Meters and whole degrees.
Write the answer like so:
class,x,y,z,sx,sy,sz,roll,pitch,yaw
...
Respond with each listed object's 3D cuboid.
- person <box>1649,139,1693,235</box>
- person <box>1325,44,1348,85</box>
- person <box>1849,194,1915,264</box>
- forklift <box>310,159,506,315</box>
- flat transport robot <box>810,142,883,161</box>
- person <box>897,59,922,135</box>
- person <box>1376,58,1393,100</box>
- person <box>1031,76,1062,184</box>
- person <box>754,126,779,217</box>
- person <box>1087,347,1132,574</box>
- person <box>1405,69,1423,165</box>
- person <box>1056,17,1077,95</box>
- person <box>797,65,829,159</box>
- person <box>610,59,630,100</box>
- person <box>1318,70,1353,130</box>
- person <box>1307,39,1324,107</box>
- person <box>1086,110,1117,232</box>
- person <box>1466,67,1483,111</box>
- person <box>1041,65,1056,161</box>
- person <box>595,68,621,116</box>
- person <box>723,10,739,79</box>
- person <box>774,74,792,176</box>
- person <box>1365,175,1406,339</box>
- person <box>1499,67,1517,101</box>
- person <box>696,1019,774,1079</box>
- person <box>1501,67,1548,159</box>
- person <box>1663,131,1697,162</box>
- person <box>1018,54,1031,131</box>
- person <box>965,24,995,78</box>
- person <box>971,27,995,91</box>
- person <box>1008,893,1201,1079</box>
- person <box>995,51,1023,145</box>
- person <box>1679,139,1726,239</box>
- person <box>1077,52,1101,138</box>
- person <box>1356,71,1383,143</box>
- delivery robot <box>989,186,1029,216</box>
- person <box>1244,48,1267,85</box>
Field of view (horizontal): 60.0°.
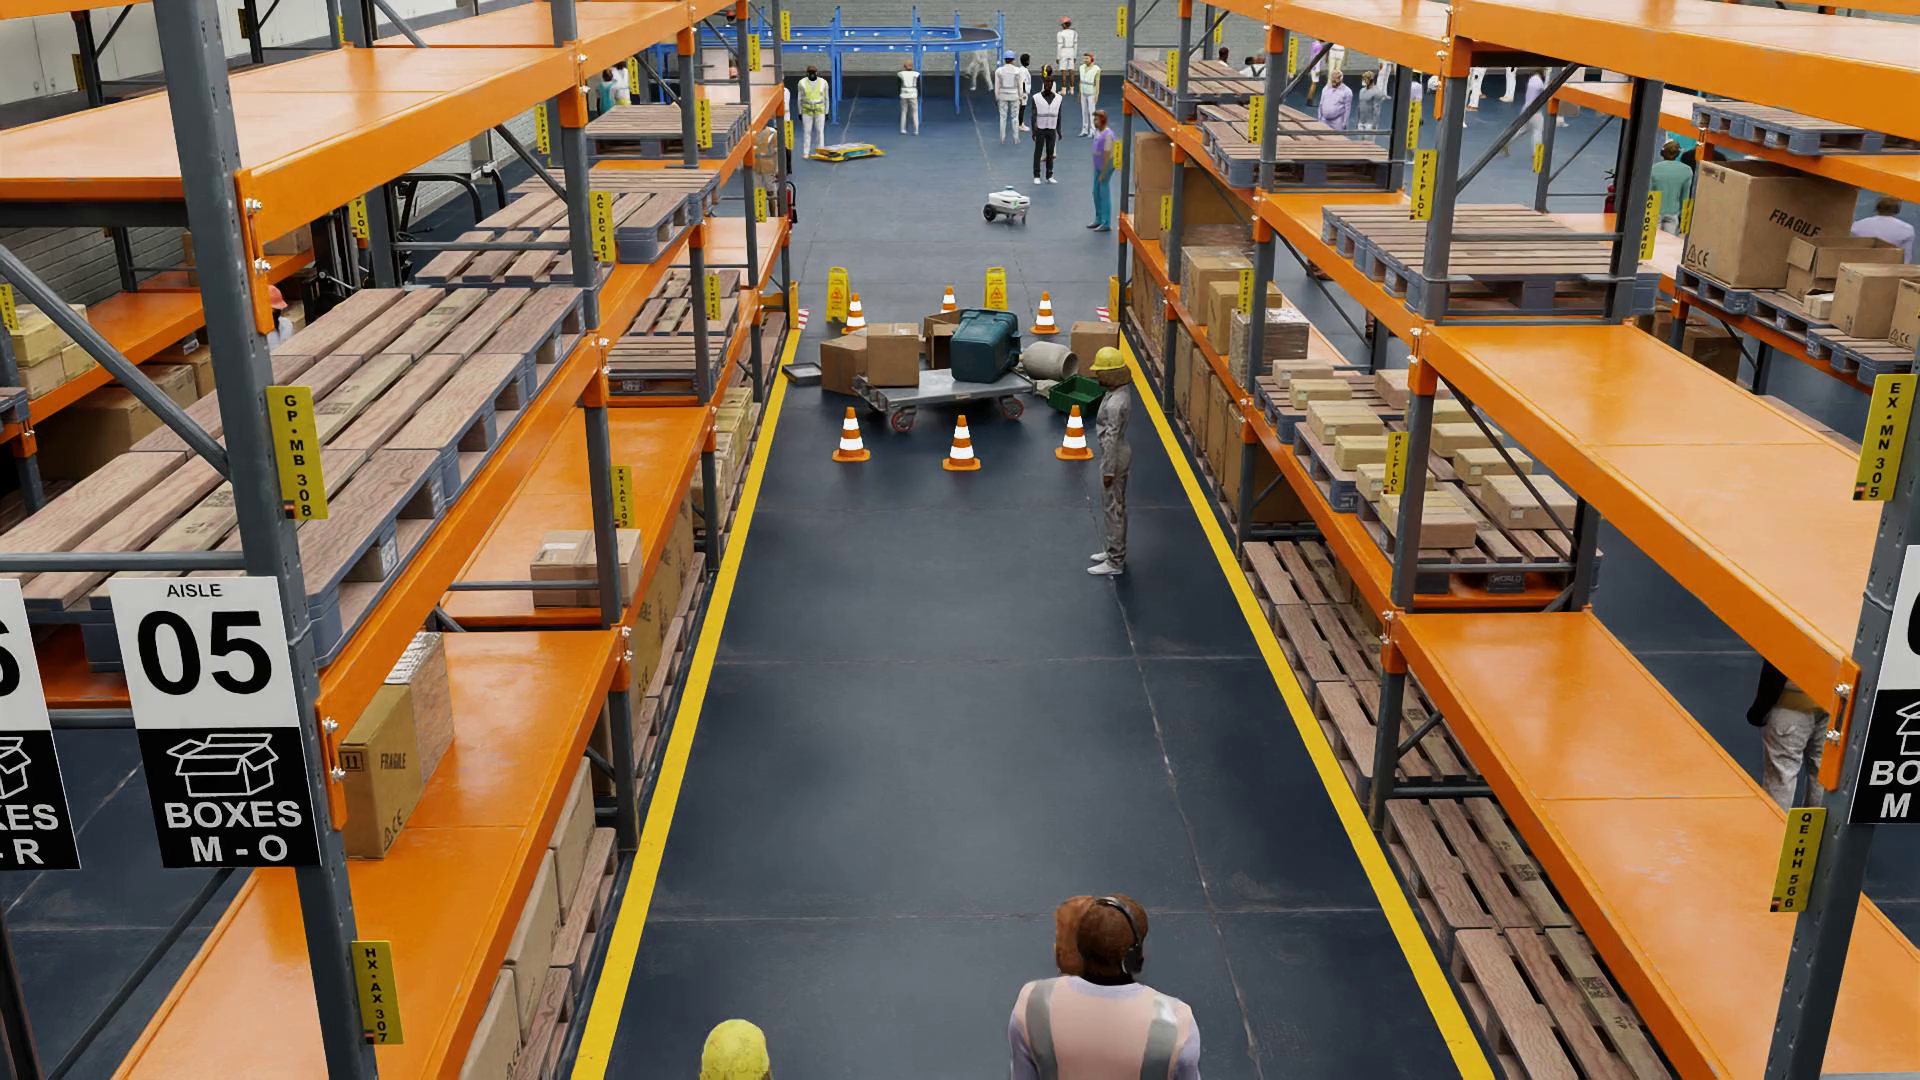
class,x,y,z,sx,sy,sz,roll,pitch,yaw
person,9.155,-4.235,21.690,0.635,1.937,0.352,0,21,0
person,10.262,-13.081,45.291,0.604,1.776,0.860,4,21,9
person,9.811,-2.781,17.872,0.645,1.917,0.607,12,24,28
forklift,-5.622,-2.910,17.832,2.313,2.155,1.214,-1,21,-1
flat transport robot,-2.290,-7.838,33.532,0.652,0.197,1.431,17,27,38
person,-1.112,-9.812,36.862,0.576,1.627,0.338,1,21,3
person,11.205,-12.582,43.737,0.388,1.947,0.615,18,27,39
person,1.566,-7.444,30.207,0.587,1.915,0.397,-6,22,-17
person,-3.028,-5.690,25.537,0.547,1.938,0.379,3,21,8
person,1.106,-0.587,12.340,0.321,1.734,0.487,4,21,10
person,8.791,-8.245,32.355,0.525,1.893,0.667,-4,21,-9
person,2.855,-13.051,44.862,0.609,2.032,0.407,-11,23,-26
person,-2.923,-8.534,33.188,0.630,1.842,0.429,-1,21,-4
person,-7.304,-9.501,35.665,0.547,1.908,0.885,-15,25,-34
person,7.041,-7.902,31.426,0.643,1.909,0.411,16,26,36
person,9.052,-11.960,42.129,0.399,1.924,0.559,1,21,3
person,2.227,-5.707,25.730,0.402,1.832,0.611,-5,21,-14
person,12.805,-11.641,41.359,0.351,1.878,0.568,-1,21,-3
person,1.734,-8.449,32.946,0.316,1.862,0.519,9,22,21
person,-6.857,-8.322,32.621,0.515,1.844,0.333,3,21,8
person,-6.567,-14.210,47.910,0.607,2.044,0.379,-17,27,-38
person,-3.377,-7.814,31.150,0.378,1.936,0.548,7,22,18
person,4.943,-3.261,19.155,0.408,1.913,0.644,19,28,40
person,14.379,-12.394,43.390,0.429,1.842,0.634,2,21,6
person,-0.671,2.182,5.063,0.494,1.700,0.865,-1,21,-4
person,11.359,-8.576,33.219,0.910,1.909,0.625,4,21,9
person,11.357,-5.892,26.208,0.563,1.838,0.389,8,22,20
person,1.444,-10.092,37.507,0.318,1.698,0.534,1,21,2
person,0.568,-14.535,49.418,0.908,1.575,0.507,8,22,21
person,0.605,-13.256,45.877,0.491,1.692,0.926,-13,25,-32
person,0.476,1.977,5.414,0.619,1.839,0.430,5,21,14
person,1.038,-9.362,35.244,0.604,1.937,0.402,3,21,7
person,10.200,-4.747,22.995,0.620,1.975,0.693,12,24,29
person,2.827,-9.726,36.349,0.394,1.836,0.560,-18,27,-39
person,7.583,-7.748,31.002,0.392,1.928,0.630,-8,22,-21
delivery robot,0.787,-5.405,26.578,0.477,0.478,0.707,-16,26,-36
person,6.284,-9.293,34.917,0.693,2.000,0.594,13,24,31
